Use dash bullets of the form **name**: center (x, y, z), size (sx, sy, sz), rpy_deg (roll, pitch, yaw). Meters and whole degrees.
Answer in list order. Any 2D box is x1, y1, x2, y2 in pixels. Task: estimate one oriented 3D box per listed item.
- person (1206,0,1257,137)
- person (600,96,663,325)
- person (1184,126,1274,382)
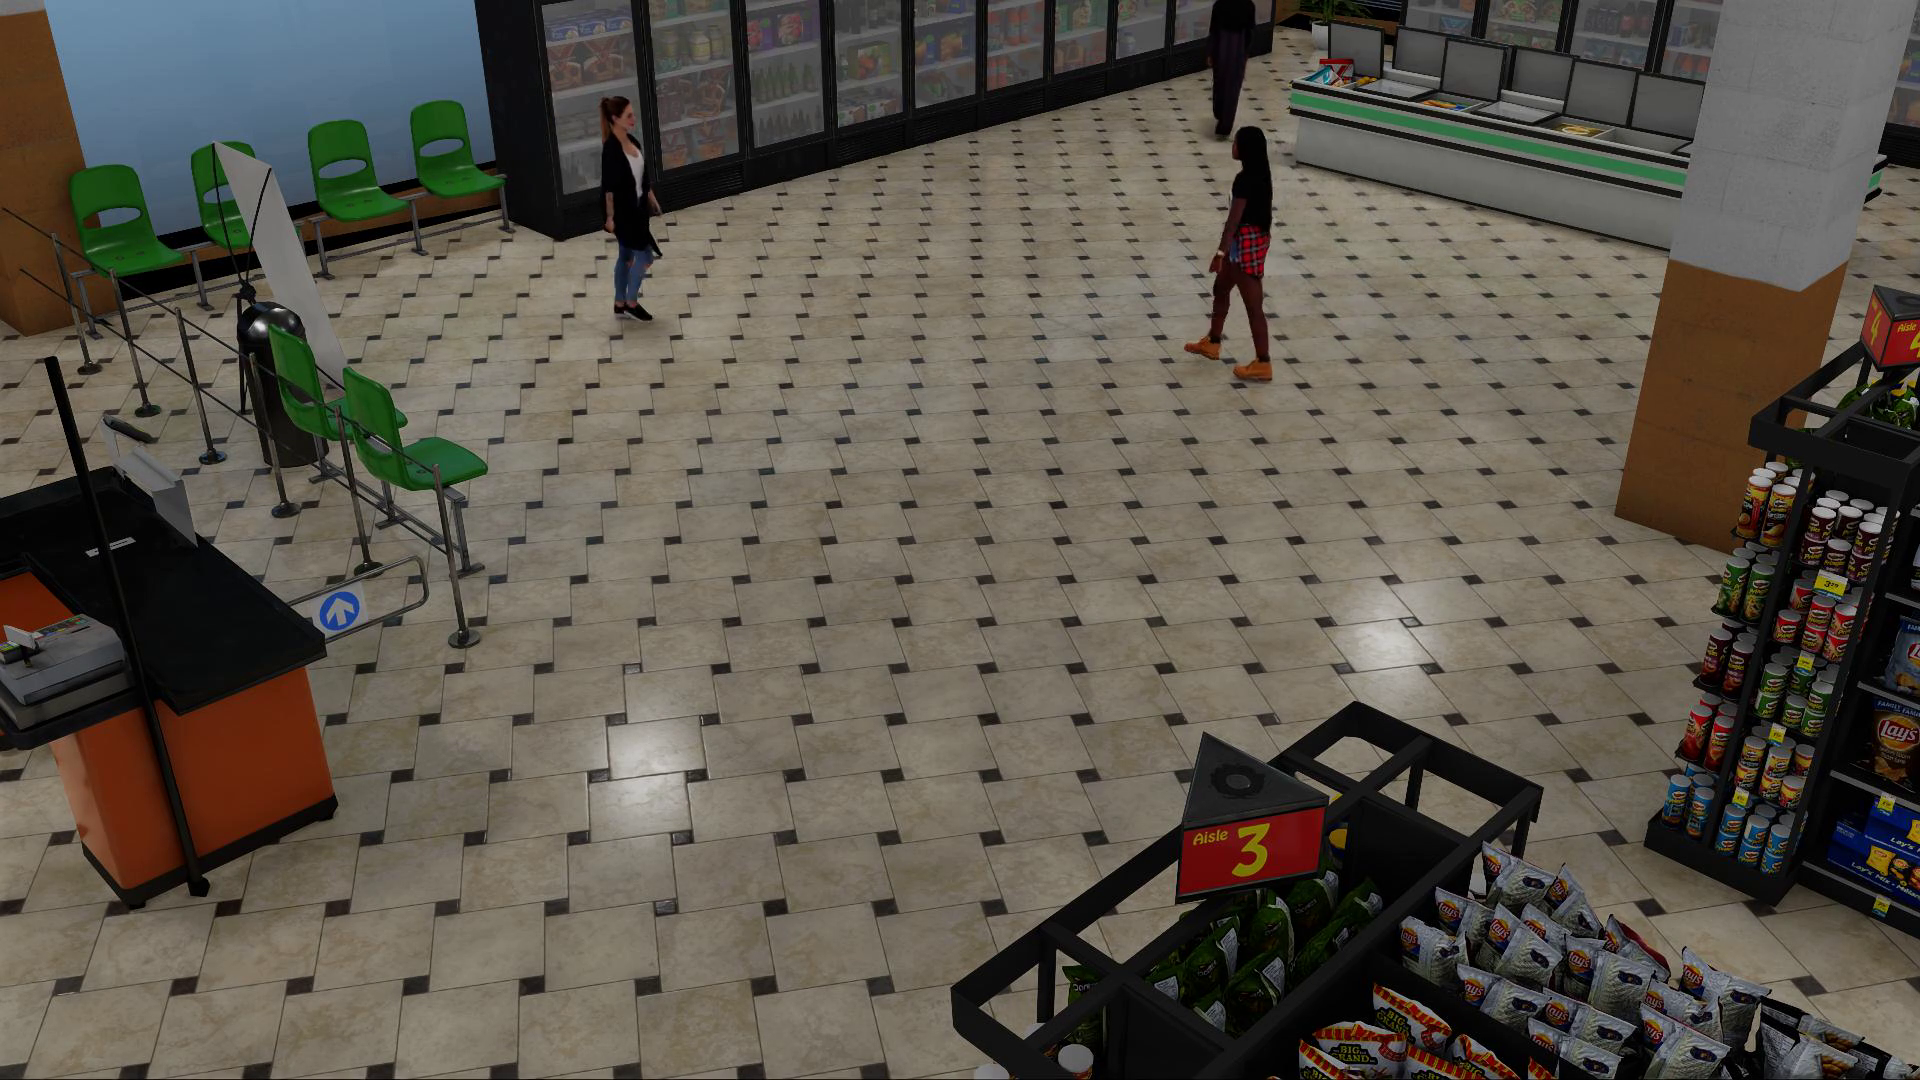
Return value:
- **person**: center (2.704, -4.870, 16.687), size (1.155, 1.605, 0.996), rpy_deg (9, 30, 15)
- **person**: center (-2.518, -2.379, 12.057), size (0.868, 1.669, 0.806), rpy_deg (3, 29, 6)
- **person**: center (2.000, -1.876, 11.104), size (1.009, 1.701, 0.834), rpy_deg (10, 30, 17)
